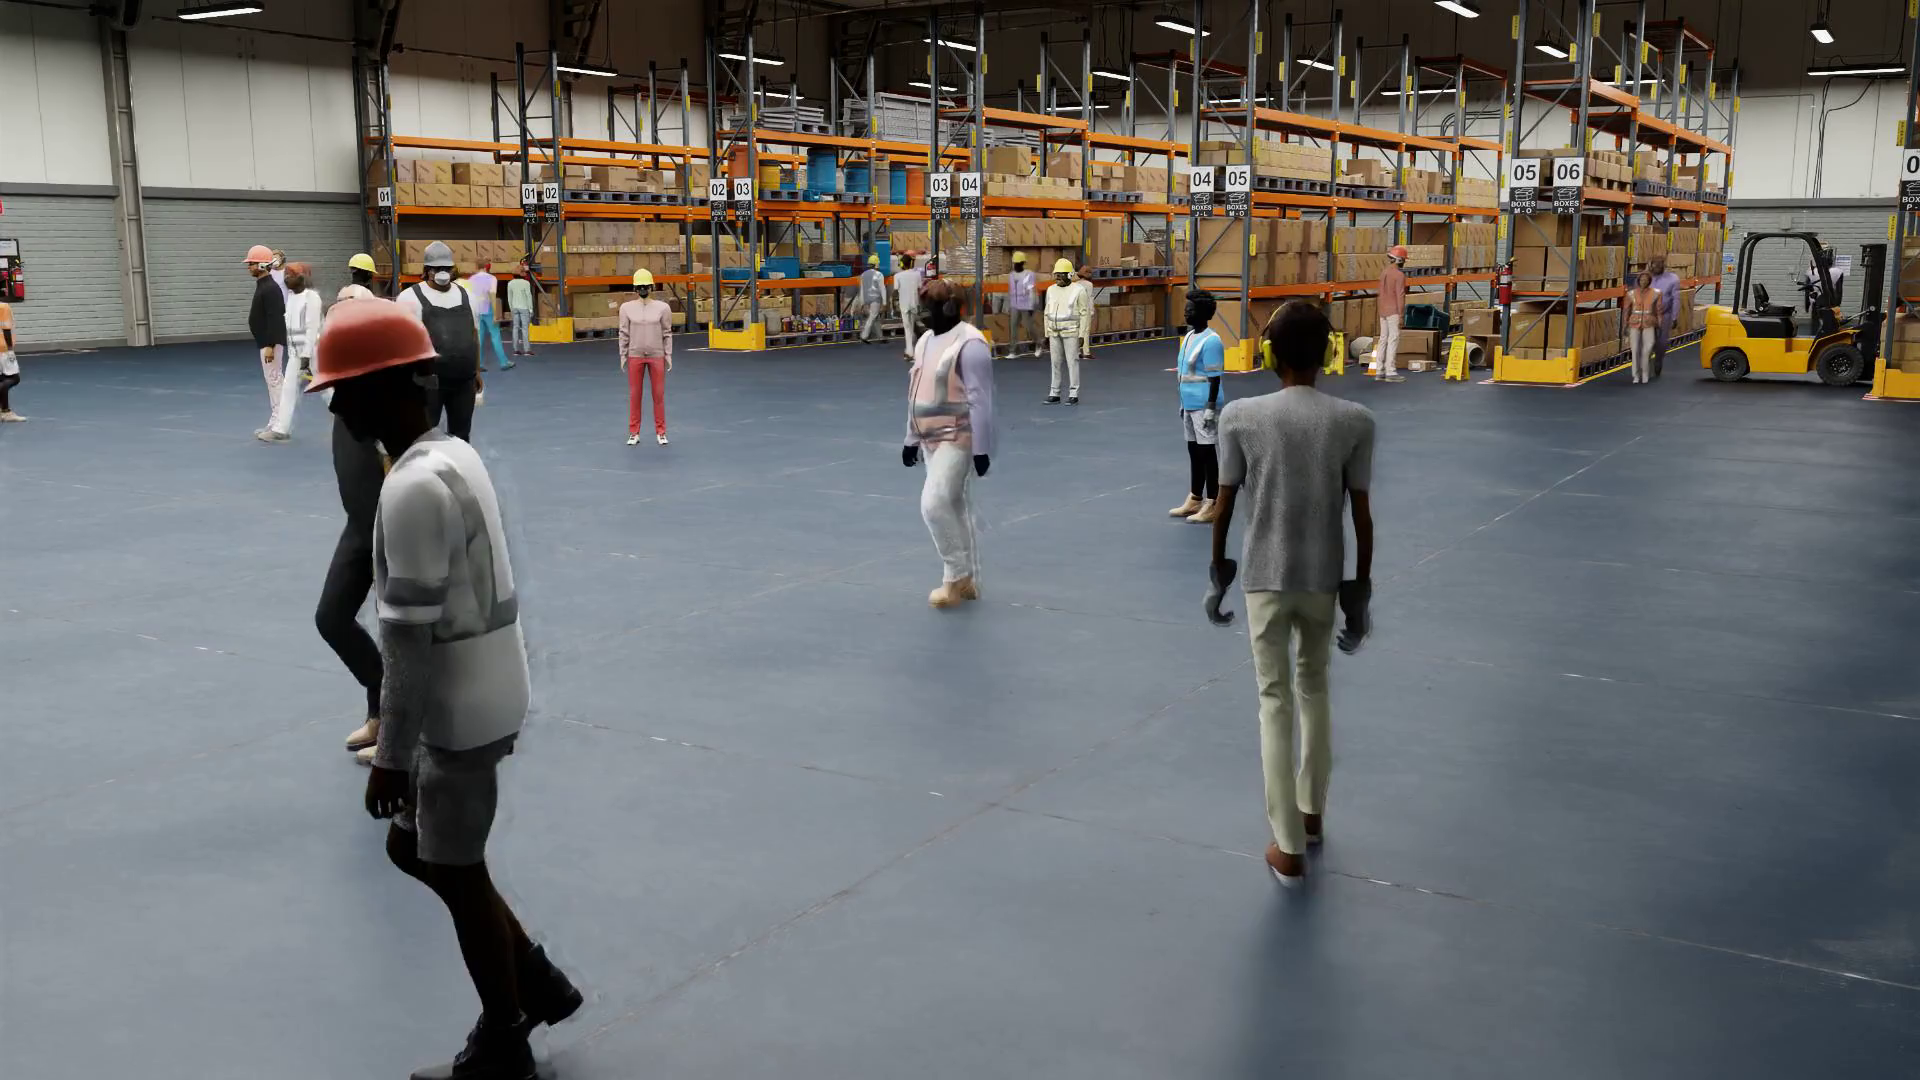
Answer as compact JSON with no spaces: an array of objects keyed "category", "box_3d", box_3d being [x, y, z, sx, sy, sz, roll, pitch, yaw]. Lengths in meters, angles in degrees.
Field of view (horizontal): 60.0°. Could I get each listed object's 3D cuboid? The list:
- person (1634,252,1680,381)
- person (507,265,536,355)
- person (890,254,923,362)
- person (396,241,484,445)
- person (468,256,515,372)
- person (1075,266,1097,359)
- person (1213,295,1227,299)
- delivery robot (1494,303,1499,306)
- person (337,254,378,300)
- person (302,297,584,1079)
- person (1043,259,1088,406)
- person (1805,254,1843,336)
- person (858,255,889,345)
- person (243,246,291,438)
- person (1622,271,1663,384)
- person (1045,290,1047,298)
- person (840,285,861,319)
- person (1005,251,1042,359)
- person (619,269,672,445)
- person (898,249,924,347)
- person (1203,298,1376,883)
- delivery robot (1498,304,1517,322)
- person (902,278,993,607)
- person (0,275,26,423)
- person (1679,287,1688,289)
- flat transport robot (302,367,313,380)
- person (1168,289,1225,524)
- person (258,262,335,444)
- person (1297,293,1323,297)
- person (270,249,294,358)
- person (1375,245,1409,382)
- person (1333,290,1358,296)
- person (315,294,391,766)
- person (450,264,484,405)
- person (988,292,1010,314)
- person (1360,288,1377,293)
[{"category":"person","box_3d":[10.326,-3.324,24.723,0.657,1.889,0.661,4,11,19]},{"category":"person","box_3d":[-7.949,-4.159,30.126,0.499,1.633,0.282,4,11,22]},{"category":"person","box_3d":[-0.940,-3.988,28.639,0.529,1.821,0.934,-5,11,-24]},{"category":"person","box_3d":[-4.094,-1.348,13.240,0.686,2.000,0.535,-9,13,-40]},{"category":"person","box_3d":[-7.462,-3.568,26.310,0.589,1.806,0.797,5,11,25]},{"category":"person","box_3d":[2.180,-3.987,29.164,0.284,1.633,0.498,-8,13,-36]},{"category":"person","box_3d":[5.434,-5.149,35.300,0.523,1.769,0.324,7,12,35]},{"category":"delivery robot","box_3d":[13.187,-5.588,40.890,0.477,0.478,0.707,-2,10,-12]},{"category":"person","box_3d":[-5.959,-1.892,16.632,0.585,1.918,0.381,9,13,40]},{"category":"person","box_3d":[-1.224,0.397,3.862,0.479,1.906,0.548,-2,10,-12]},{"category":"person","box_3d":[1.299,-2.591,20.786,0.598,1.830,0.403,7,12,34]},{"category":"person","box_3d":[15.824,-4.342,30.499,0.613,1.862,0.996,7,12,33]},{"category":"person","box_3d":[-1.737,-4.772,33.166,0.600,1.799,0.922,10,14,44]},{"category":"person","box_3d":[-7.188,-2.047,17.280,0.379,1.996,0.609,-5,11,-27]},{"category":"person","box_3d":[9.784,-3.041,23.878,0.546,1.616,0.587,5,11,26]},{"category":"person","box_3d":[2.265,-5.962,39.998,0.519,1.734,0.896,5,11,26]},{"category":"person","box_3d":[-2.432,-5.511,37.768,0.503,1.610,0.746,4,11,21]},{"category":"person","box_3d":[1.121,-4.130,29.248,0.593,1.898,0.870,7,12,34]},{"category":"person","box_3d":[-3.157,-1.835,16.735,0.533,1.768,0.311,-2,10,-10]},{"category":"person","box_3d":[-0.917,-4.747,32.684,0.552,1.912,0.879,6,12,29]},{"category":"person","box_3d":[1.056,0.143,5.450,0.504,1.844,0.752,0,10,1]},{"category":"delivery robot","box_3d":[13.103,-5.488,40.324,0.707,0.478,0.477,-1,10,-7]},{"category":"person","box_3d":[-0.102,-0.535,9.299,0.552,1.827,0.644,-5,11,-25]},{"category":"person","box_3d":[-10.777,-2.121,18.576,0.534,1.683,0.499,7,12,35]},{"category":"person","box_3d":[16.902,-5.887,39.092,0.661,1.894,0.416,-10,14,-44]},{"category":"flat transport robot","box_3d":[-9.035,-2.531,24.820,1.431,0.197,0.652,-6,12,-30]},{"category":"person","box_3d":[1.741,-0.969,12.080,0.322,1.697,0.533,-2,10,-13]},{"category":"person","box_3d":[-6.674,-1.902,16.931,0.590,1.839,0.979,8,13,37]},{"category":"person","box_3d":[7.109,-4.952,33.764,0.570,1.917,0.419,6,12,31]},{"category":"person","box_3d":[-10.300,-3.437,25.230,0.627,1.940,0.373,-1,10,-6]},{"category":"person","box_3d":[6.363,-3.321,24.421,0.396,1.992,0.622,-3,11,-17]},{"category":"person","box_3d":[8.430,-5.276,36.389,0.531,1.632,0.323,1,10,4]},{"category":"person","box_3d":[-2.265,-0.019,6.406,0.505,1.832,0.415,10,14,43]},{"category":"person","box_3d":[-6.208,-2.559,20.706,0.495,1.802,0.658,0,10,-2]},{"category":"person","box_3d":[0.849,-4.815,32.989,0.625,1.931,0.375,1,10,3]},{"category":"person","box_3d":[10.905,-6.754,43.937,0.562,1.881,0.886,-3,11,-18]}]
